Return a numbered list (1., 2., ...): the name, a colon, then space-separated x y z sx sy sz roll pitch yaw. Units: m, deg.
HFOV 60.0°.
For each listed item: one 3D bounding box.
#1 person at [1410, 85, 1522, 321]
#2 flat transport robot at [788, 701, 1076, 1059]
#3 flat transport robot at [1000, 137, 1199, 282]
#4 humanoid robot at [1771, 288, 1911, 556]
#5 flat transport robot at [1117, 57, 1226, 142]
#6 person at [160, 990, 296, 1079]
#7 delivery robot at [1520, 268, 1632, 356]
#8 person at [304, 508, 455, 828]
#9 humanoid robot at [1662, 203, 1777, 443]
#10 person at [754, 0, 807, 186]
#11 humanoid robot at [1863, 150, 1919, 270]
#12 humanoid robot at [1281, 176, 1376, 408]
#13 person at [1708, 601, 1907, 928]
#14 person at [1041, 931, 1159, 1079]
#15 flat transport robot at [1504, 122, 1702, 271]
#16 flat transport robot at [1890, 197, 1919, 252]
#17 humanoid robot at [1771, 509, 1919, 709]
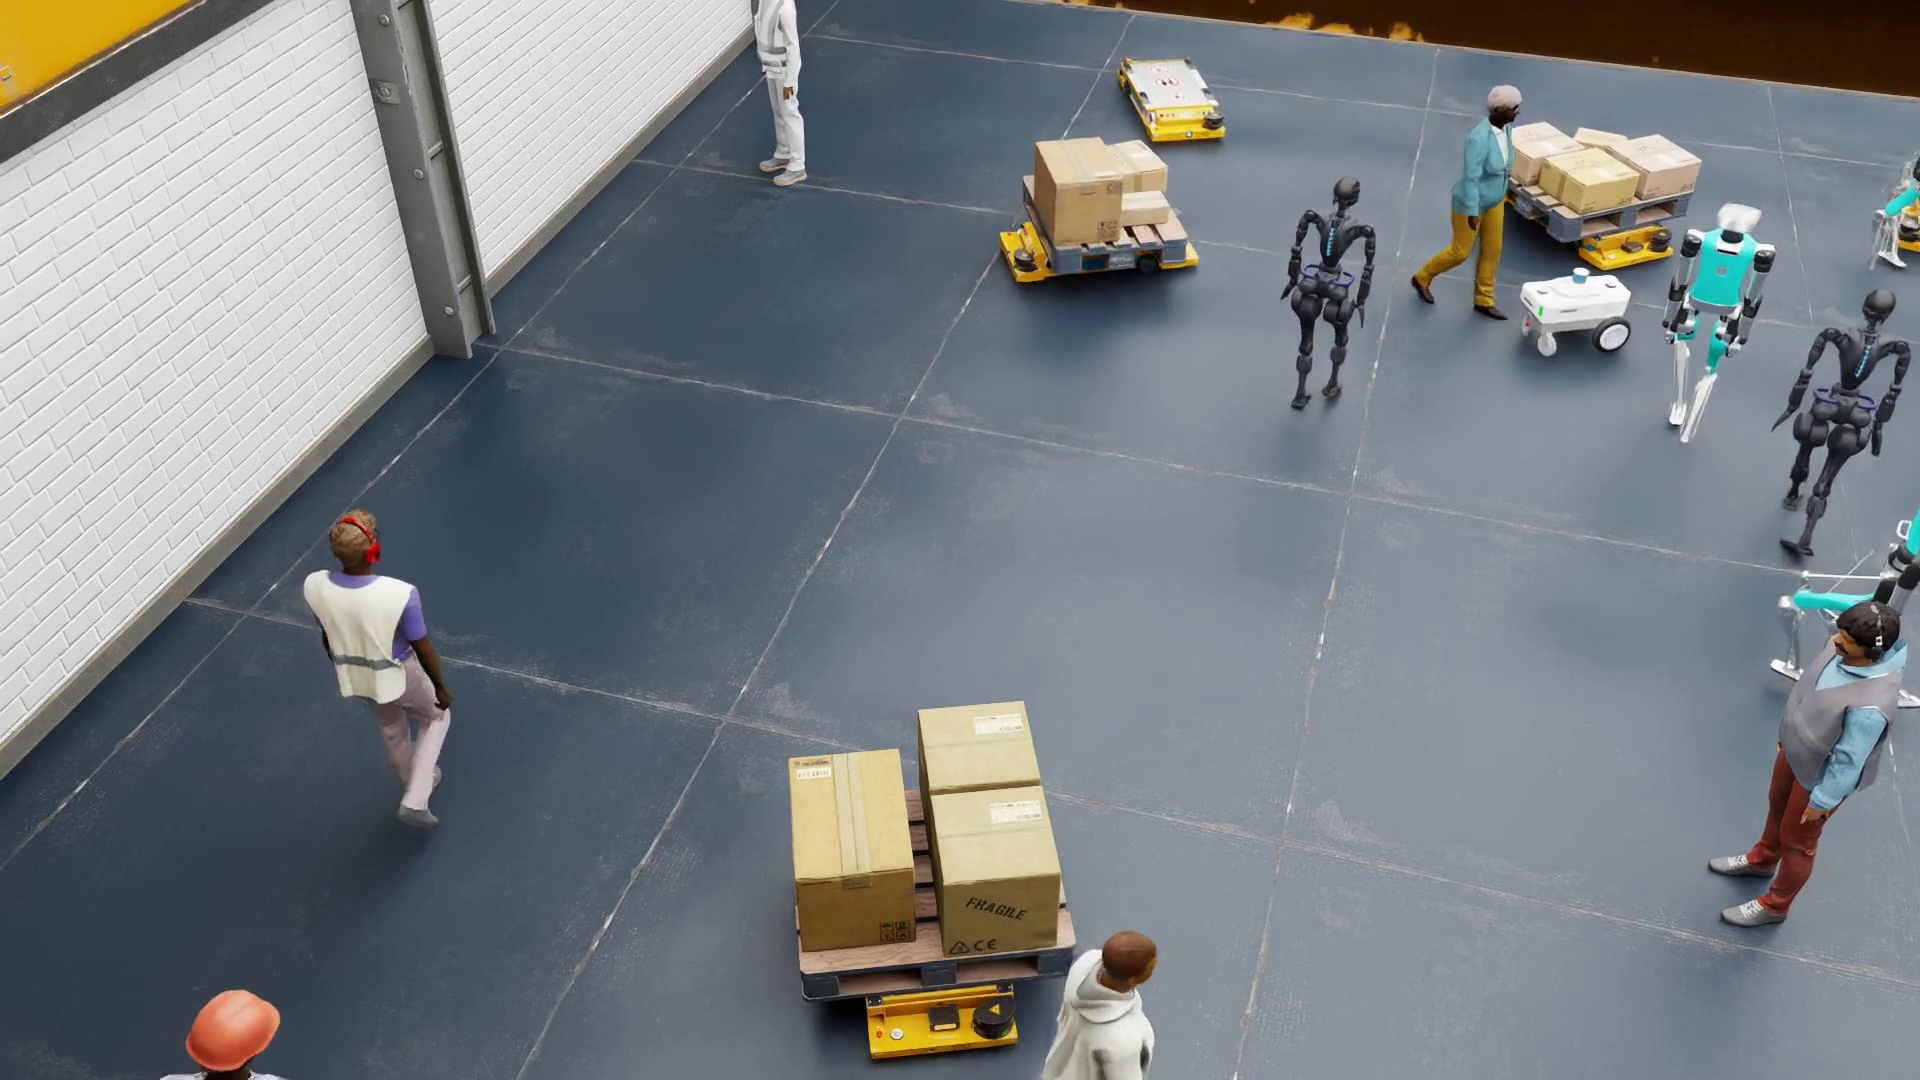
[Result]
1. person: 3.704 -2.399 11.828 0.539 1.723 0.617 -26 46 -29
2. flat transport robot: -0.154 1.754 7.823 0.659 0.231 1.431 -4 39 -5
3. flat transport robot: 1.069 -2.286 12.848 1.431 0.231 0.659 -6 39 -8
4. humanoid robot: 5.165 -0.713 9.816 0.607 1.610 0.786 10 40 13
5. flat transport robot: 1.883 -3.982 14.957 0.659 0.231 1.431 -5 39 -7
6. person: -2.454 2.270 5.886 0.570 1.899 0.696 -4 39 -5
7. delivery robot: 4.384 -1.643 11.825 0.773 0.602 0.524 -6 39 -8
8. person: -2.737 0.665 7.936 0.599 1.825 0.476 7 39 8
9. humanoid robot: 4.780 -1.425 10.614 0.536 1.769 0.851 19 42 22
10. person: -1.464 -3.796 13.440 0.361 1.882 0.574 -16 41 -19
11. humanoid robot: 7.181 -2.793 12.380 0.539 1.864 0.710 -14 41 -17
12. humanoid robot: 2.399 -1.641 10.926 0.590 1.651 0.415 18 42 21
13. person: 3.858 1.008 7.473 0.415 1.873 0.534 4 39 5
14. person: 0.449 2.059 6.271 0.524 1.749 0.559 -5 39 -6
15. flat transport robot: 4.937 -2.590 13.226 0.659 0.231 1.431 -14 41 -17
16. flat transport robot: 8.054 -2.377 12.961 1.431 0.231 0.659 14 41 16
17. humanoid robot: 4.718 0.183 8.607 1.028 1.732 0.549 22 44 25
